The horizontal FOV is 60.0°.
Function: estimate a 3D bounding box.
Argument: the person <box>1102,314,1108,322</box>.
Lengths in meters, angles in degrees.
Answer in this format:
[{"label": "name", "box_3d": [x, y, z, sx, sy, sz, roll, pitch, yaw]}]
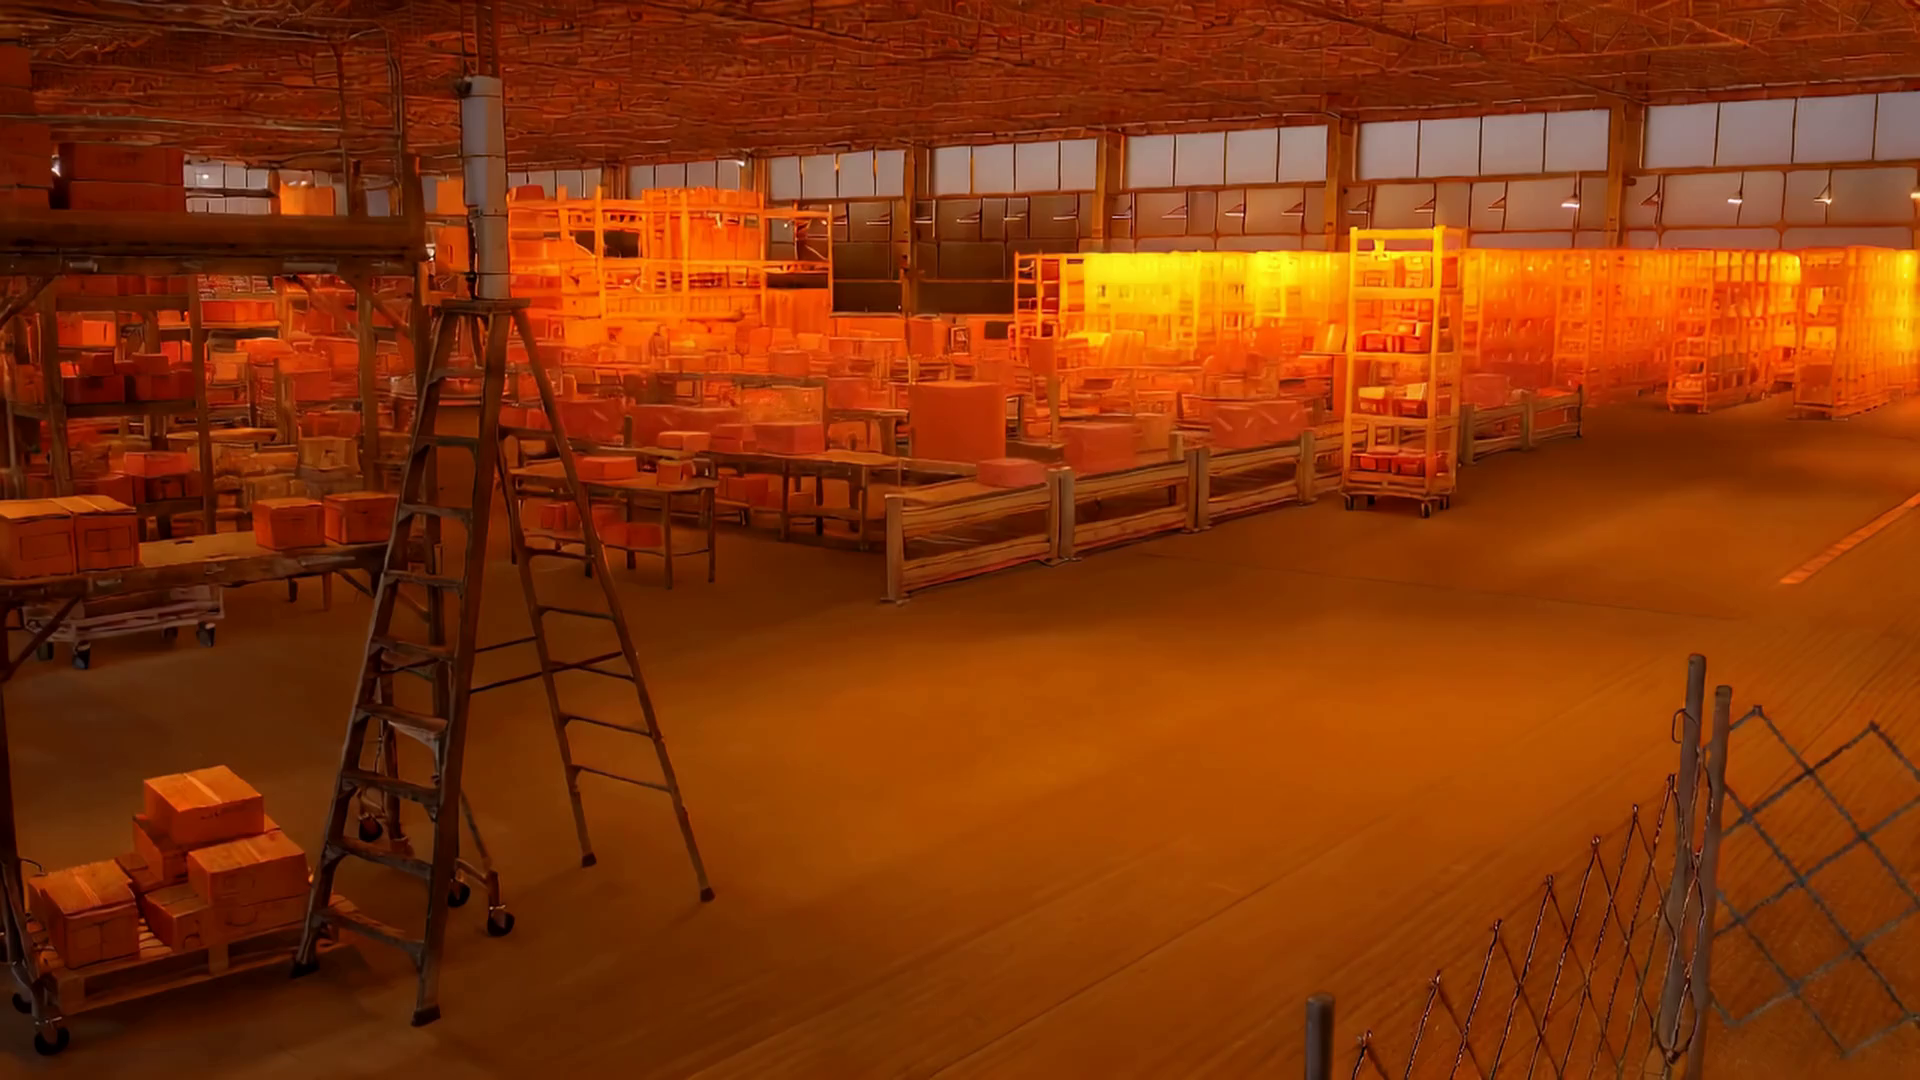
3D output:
[{"label": "person", "box_3d": [4.805, -6.535, 53.548, 0.911, 2.013, 0.608, 3, 9, 16]}]

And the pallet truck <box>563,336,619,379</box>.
[{"label": "pallet truck", "box_3d": [-10.690, -5.294, 48.215, 1.601, 1.201, 0.680, -5, 10, -26]}]

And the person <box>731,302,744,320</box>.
[{"label": "person", "box_3d": [-8.366, -7.986, 62.774, 0.392, 1.946, 0.616, 9, 13, 44]}]

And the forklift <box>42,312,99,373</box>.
[{"label": "forklift", "box_3d": [-23.779, -5.451, 44.052, 1.873, 2.768, 1.129, 7, 11, 36]}]

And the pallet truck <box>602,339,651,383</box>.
[{"label": "pallet truck", "box_3d": [-8.991, -4.871, 45.351, 0.653, 1.274, 1.630, 7, 11, 37]}]

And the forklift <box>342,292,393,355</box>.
[{"label": "forklift", "box_3d": [-16.485, -5.622, 45.120, 1.129, 2.768, 1.873, 7, 11, 37]}]

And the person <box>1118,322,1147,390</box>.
[{"label": "person", "box_3d": [4.229, -4.357, 40.421, 1.012, 1.853, 0.654, 7, 11, 37]}]

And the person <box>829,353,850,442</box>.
[{"label": "person", "box_3d": [-2.113, -2.563, 29.947, 0.568, 1.601, 0.531, -7, 11, -36]}]

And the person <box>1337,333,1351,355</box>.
[{"label": "person", "box_3d": [8.587, -3.779, 37.249, 0.526, 1.722, 0.919, -8, 12, -39]}]

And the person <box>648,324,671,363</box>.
[{"label": "person", "box_3d": [-7.415, -4.465, 41.296, 0.924, 1.781, 0.605, 4, 10, 26]}]
